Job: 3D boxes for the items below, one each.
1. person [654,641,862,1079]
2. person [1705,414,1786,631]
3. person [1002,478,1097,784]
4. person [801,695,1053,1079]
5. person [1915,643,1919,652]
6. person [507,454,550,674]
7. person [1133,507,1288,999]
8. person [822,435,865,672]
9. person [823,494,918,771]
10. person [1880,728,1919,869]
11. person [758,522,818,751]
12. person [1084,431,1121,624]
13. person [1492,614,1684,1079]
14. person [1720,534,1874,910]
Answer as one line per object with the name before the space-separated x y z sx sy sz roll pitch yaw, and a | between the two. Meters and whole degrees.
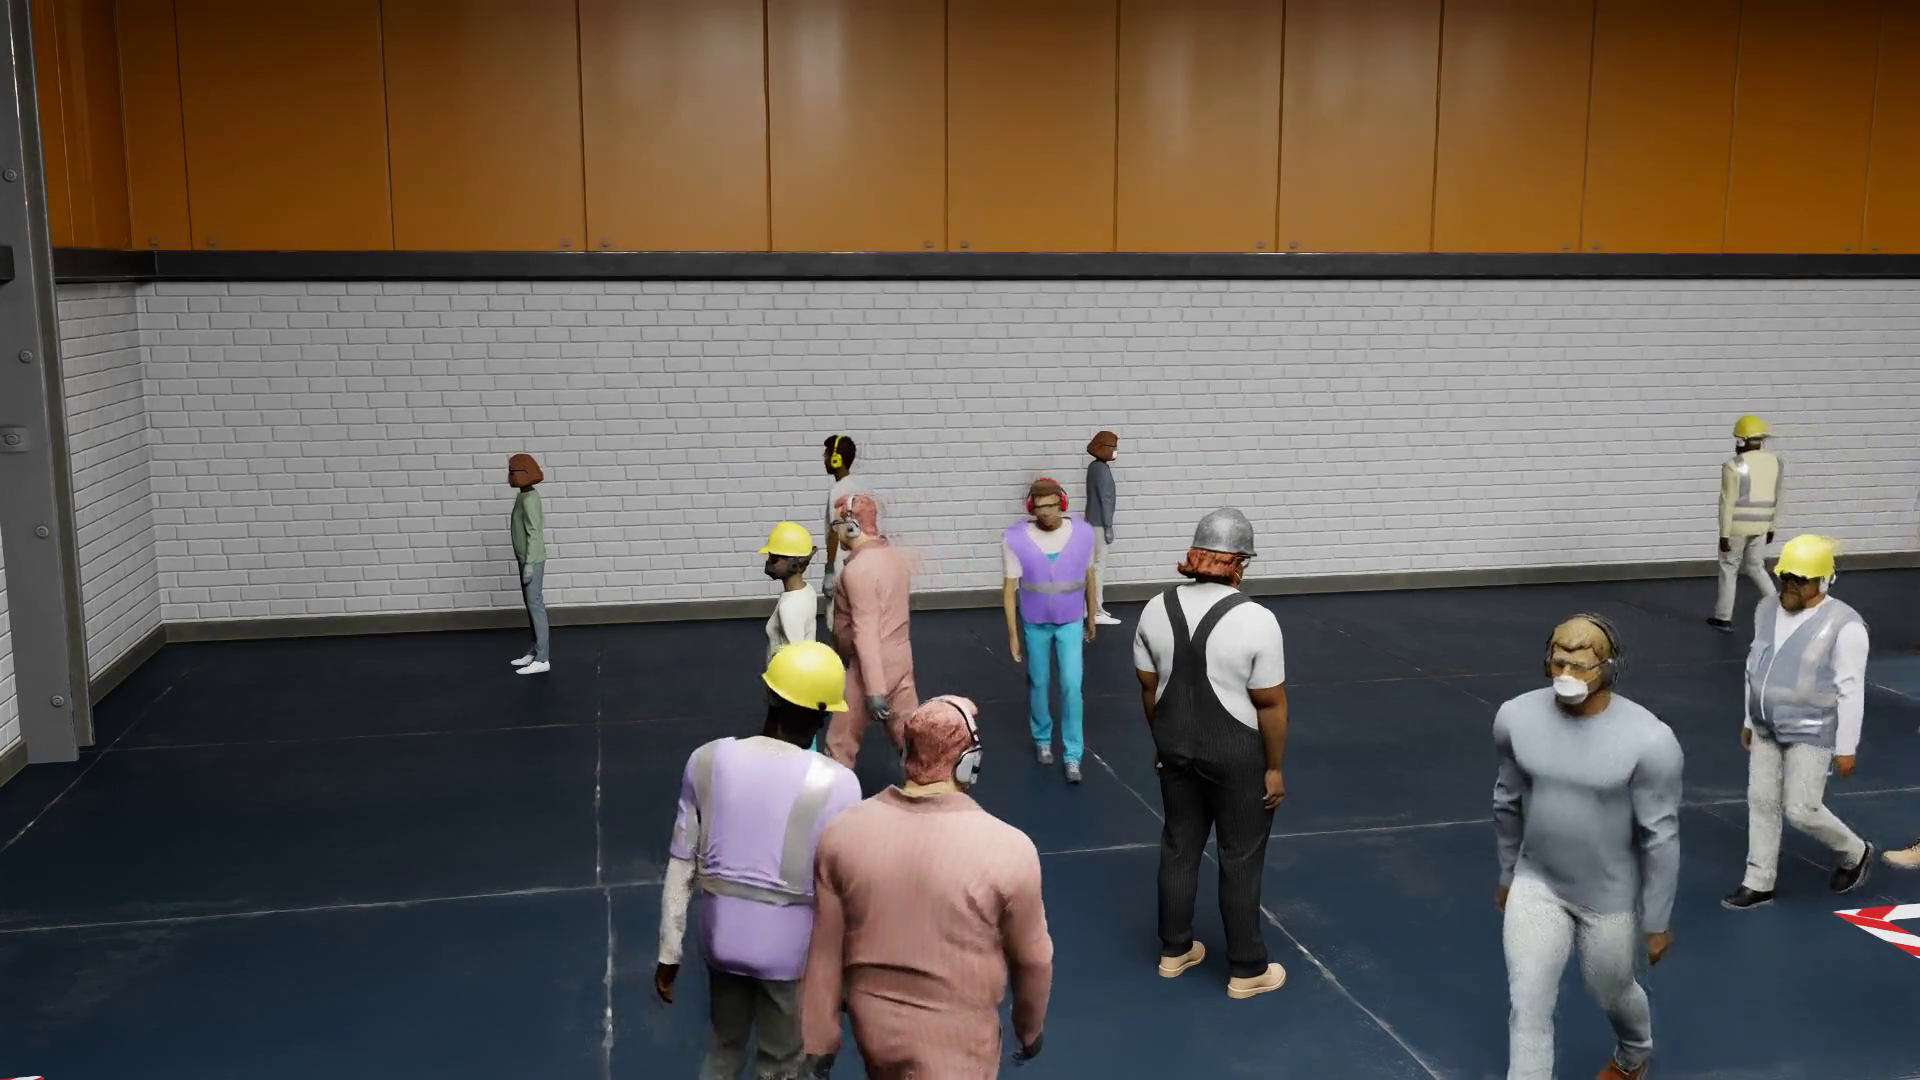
person | -0.581 1.239 5.103 0.614 1.881 0.510 4 10 23
person | 6.447 -0.117 13.570 0.603 1.816 0.674 -2 10 -14
person | 0.538 0.515 9.778 0.578 1.786 0.874 0 9 -3
person | -0.056 1.340 4.593 0.644 1.847 1.027 5 11 28
person | 7.661 0.002 12.654 0.368 1.896 0.743 -4 10 -25
person | -3.216 0.173 12.364 0.279 1.633 0.501 -3 10 -20
person | 1.091 0.860 6.934 0.681 2.000 0.538 8 12 40
person | -0.755 0.189 11.616 0.673 1.848 0.524 2 10 14
person | -0.465 0.682 8.642 0.968 1.843 0.678 3 10 18
person | 4.985 0.684 8.096 0.618 2.011 0.657 0 9 1
person | -0.829 0.785 8.214 0.299 1.772 0.533 0 9 1
person | 1.195 -0.110 14.084 0.282 1.633 0.498 -1 9 -9
person | 2.134 1.152 5.628 0.638 1.903 0.979 8 12 41
person | 3.931 0.851 7.709 0.614 1.814 0.606 -3 10 -18
